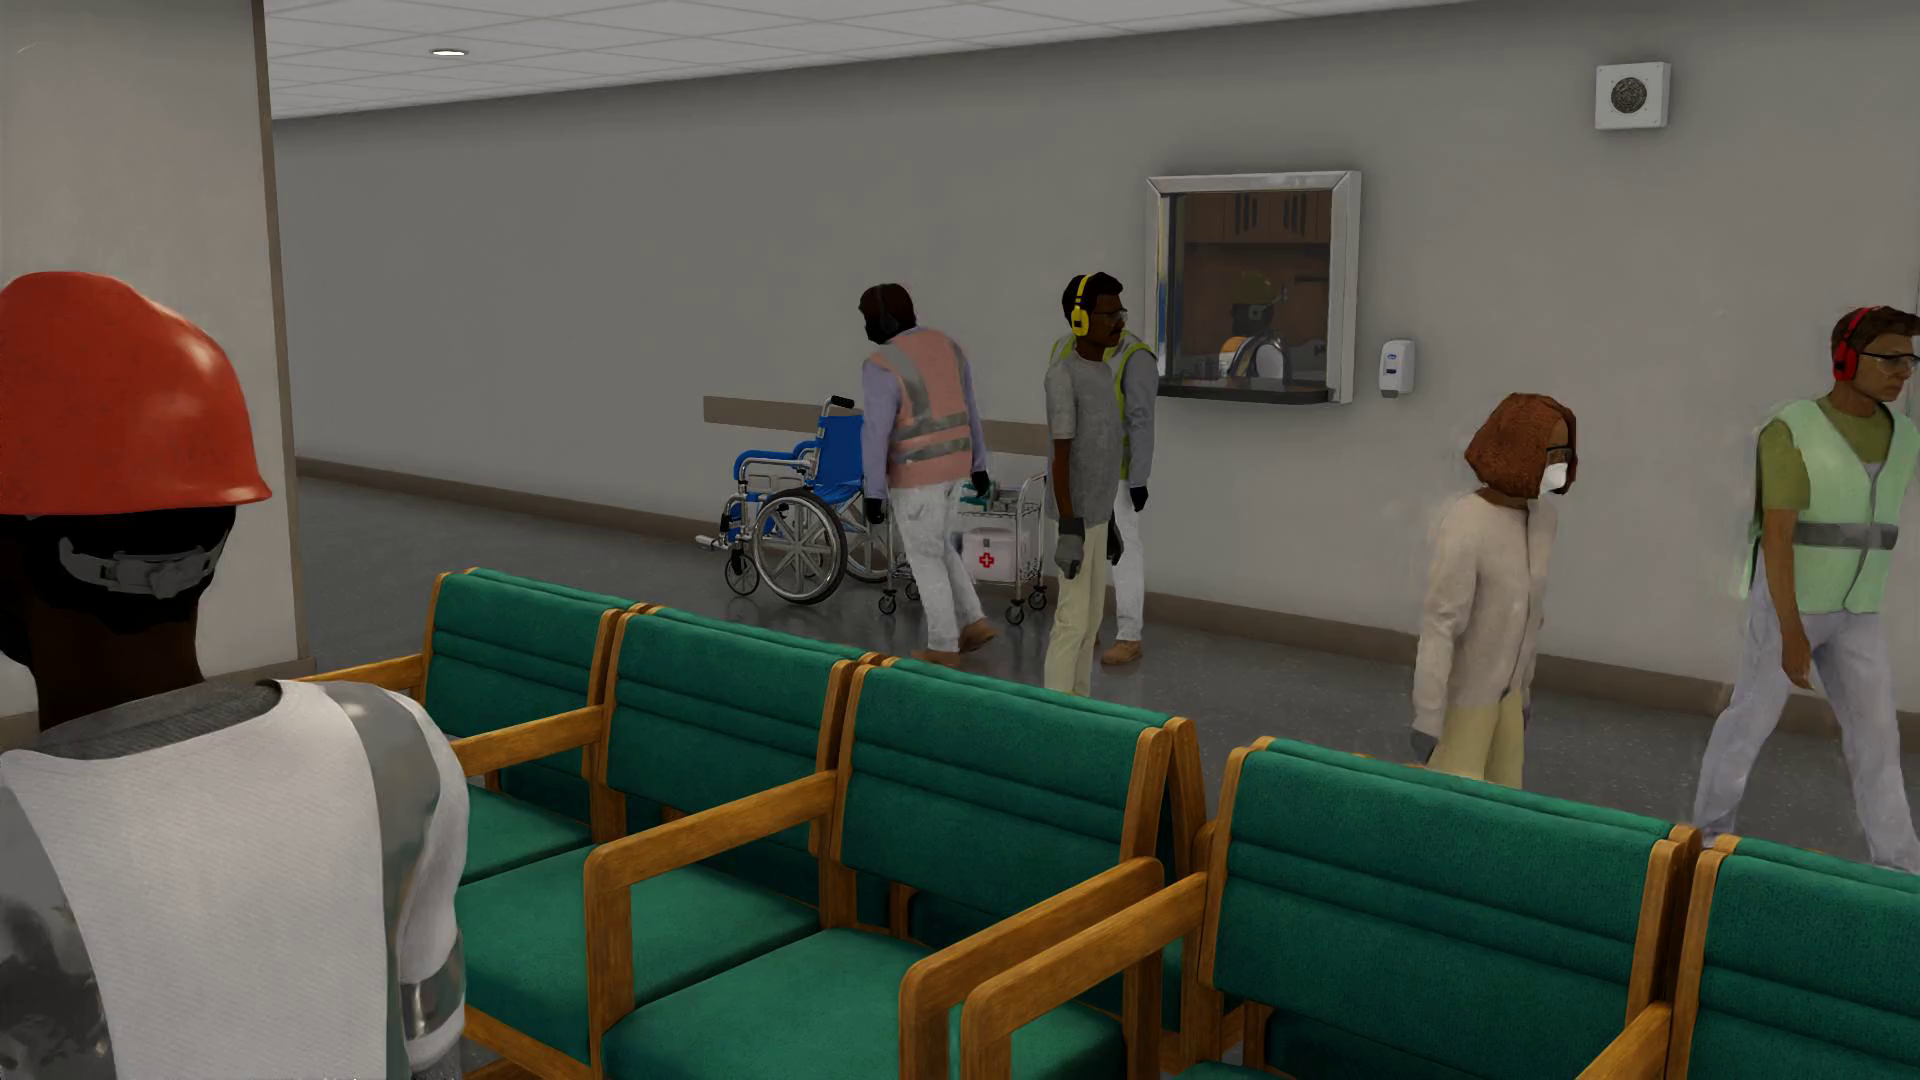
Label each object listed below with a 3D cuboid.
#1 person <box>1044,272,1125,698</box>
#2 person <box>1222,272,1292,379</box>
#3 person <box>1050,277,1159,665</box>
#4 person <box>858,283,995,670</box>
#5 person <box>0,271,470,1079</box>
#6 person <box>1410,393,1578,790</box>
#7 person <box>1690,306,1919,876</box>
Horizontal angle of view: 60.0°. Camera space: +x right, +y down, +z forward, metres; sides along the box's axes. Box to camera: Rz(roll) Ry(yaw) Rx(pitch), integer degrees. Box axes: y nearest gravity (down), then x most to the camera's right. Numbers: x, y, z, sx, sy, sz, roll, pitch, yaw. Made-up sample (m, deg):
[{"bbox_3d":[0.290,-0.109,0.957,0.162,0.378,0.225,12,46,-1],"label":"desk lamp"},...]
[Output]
[{"bbox_3d":[0.489,-0.061,6.252,0.329,1.872,0.508,4,11,22],"label":"person"},{"bbox_3d":[1.577,-0.521,8.969,0.403,1.830,0.601,0,10,2],"label":"person"},{"bbox_3d":[0.656,-0.324,7.898,0.431,1.833,0.644,-8,13,-39],"label":"person"},{"bbox_3d":[-0.194,-0.283,7.734,0.510,1.800,0.661,7,12,37],"label":"person"},{"bbox_3d":[-0.658,0.753,1.418,0.365,1.939,0.542,6,12,31],"label":"person"},{"bbox_3d":[1.279,0.408,4.330,0.510,1.610,0.544,-10,14,-44],"label":"person"},{"bbox_3d":[2.537,0.225,4.842,0.577,1.792,0.935,-3,10,-18],"label":"person"}]
